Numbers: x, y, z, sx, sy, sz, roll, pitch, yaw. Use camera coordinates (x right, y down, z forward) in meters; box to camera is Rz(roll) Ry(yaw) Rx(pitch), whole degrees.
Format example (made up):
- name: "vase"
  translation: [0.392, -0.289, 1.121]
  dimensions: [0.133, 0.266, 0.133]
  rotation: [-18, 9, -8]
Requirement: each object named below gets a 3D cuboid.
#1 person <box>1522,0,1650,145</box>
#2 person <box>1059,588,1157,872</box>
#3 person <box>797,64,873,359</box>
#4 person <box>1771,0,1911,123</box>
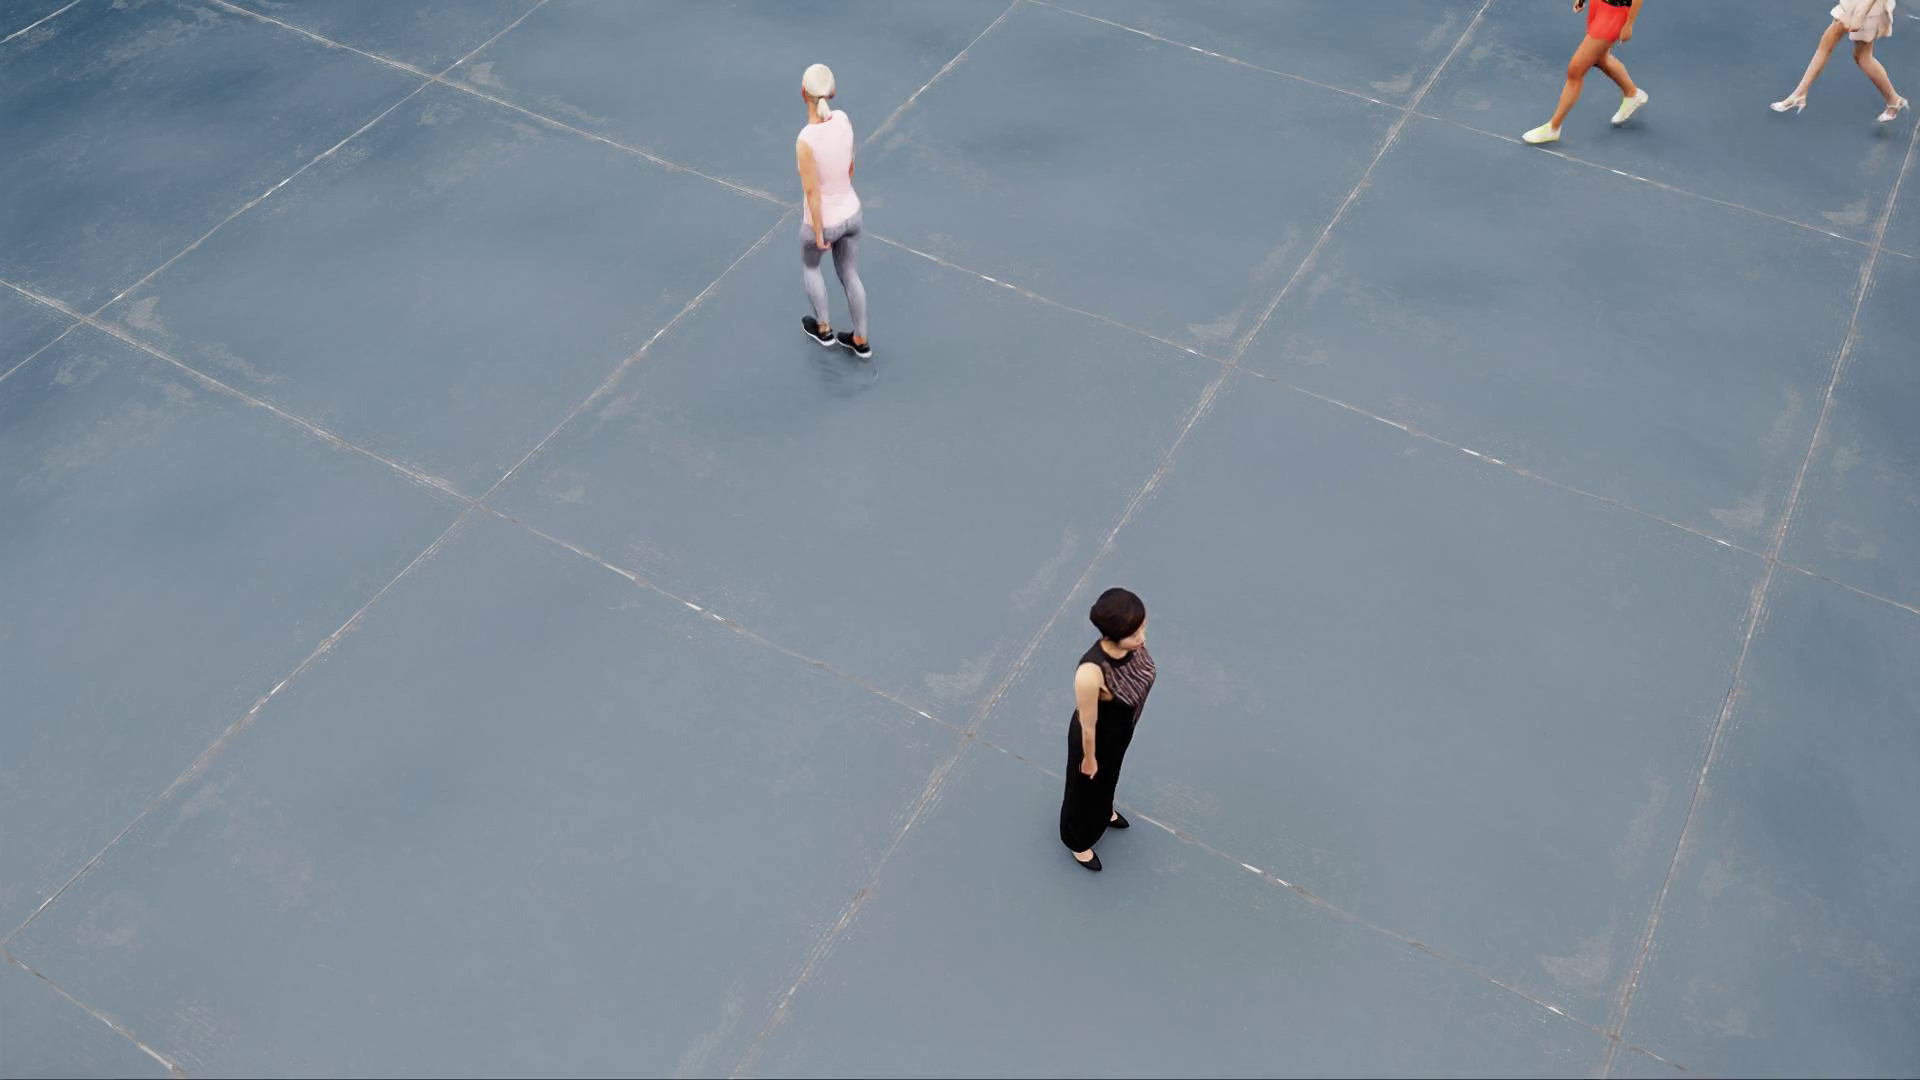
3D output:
- name: "person"
  translation: [4.140, -3.313, 10.428]
  dimensions: [1.124, 1.766, 1.024]
  rotation: [-9, 48, -8]
- name: "person"
  translation: [0.584, 0.753, 6.780]
  dimensions: [0.504, 1.603, 0.576]
  rotation: [26, 52, 22]
- name: "person"
  translation: [-0.657, -1.696, 8.984]
  dimensions: [0.789, 1.690, 0.678]
  rotation: [33, 55, 27]
- name: "person"
  translation: [5.839, -3.350, 10.505]
  dimensions: [1.070, 1.703, 0.676]
  rotation: [16, 49, 15]
